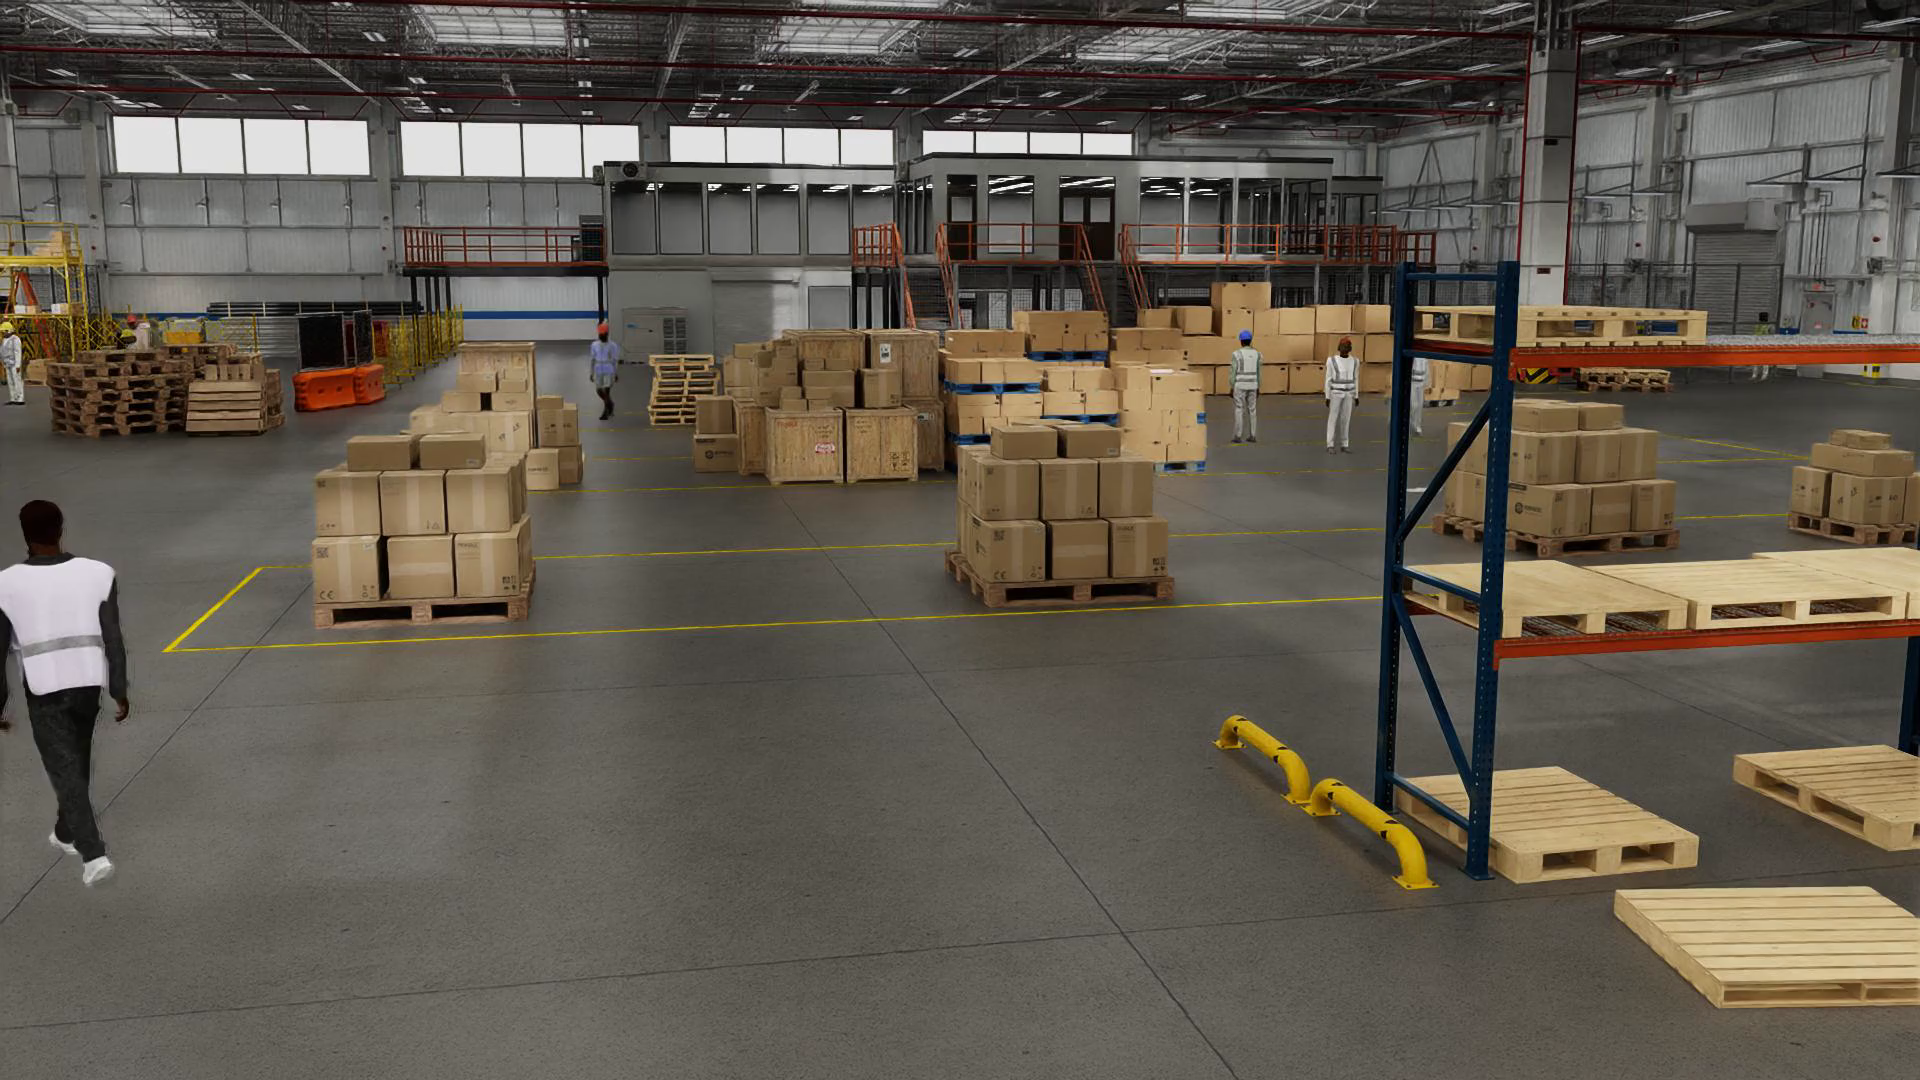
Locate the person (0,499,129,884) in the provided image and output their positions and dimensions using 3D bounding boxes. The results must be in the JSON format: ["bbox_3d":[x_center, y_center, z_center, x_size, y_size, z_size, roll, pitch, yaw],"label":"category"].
[{"bbox_3d":[-4.434,0.736,8.229,0.604,1.874,0.985,-9,13,-44],"label":"person"}]

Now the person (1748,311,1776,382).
[{"bbox_3d":[21.117,-5.091,43.812,0.430,1.845,0.619,-4,10,-22],"label":"person"}]

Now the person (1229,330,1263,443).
[{"bbox_3d":[4.892,-2.628,28.525,0.601,1.940,0.415,-4,10,-21],"label":"person"}]

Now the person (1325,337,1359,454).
[{"bbox_3d":[6.153,-2.317,26.781,0.579,1.881,0.342,-2,10,-13],"label":"person"}]

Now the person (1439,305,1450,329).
[{"bbox_3d":[14.963,-6.288,51.097,0.504,1.846,0.345,4,10,24],"label":"person"}]

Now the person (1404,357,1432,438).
[{"bbox_3d":[8.020,-2.725,29.321,0.680,1.873,0.469,-7,11,-35],"label":"person"}]

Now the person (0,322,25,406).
[{"bbox_3d":[-20.568,-3.809,36.064,0.599,1.828,0.403,6,11,31],"label":"person"}]

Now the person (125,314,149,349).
[{"bbox_3d":[-18.707,-4.168,37.880,0.614,1.948,1.018,1,9,3],"label":"person"}]

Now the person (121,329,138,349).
[{"bbox_3d":[-17.004,-3.451,34.146,0.322,1.735,0.486,-6,11,-34],"label":"person"}]

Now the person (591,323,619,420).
[{"bbox_3d":[-7.013,-3.343,32.920,0.556,1.922,0.723,2,9,9],"label":"person"}]
